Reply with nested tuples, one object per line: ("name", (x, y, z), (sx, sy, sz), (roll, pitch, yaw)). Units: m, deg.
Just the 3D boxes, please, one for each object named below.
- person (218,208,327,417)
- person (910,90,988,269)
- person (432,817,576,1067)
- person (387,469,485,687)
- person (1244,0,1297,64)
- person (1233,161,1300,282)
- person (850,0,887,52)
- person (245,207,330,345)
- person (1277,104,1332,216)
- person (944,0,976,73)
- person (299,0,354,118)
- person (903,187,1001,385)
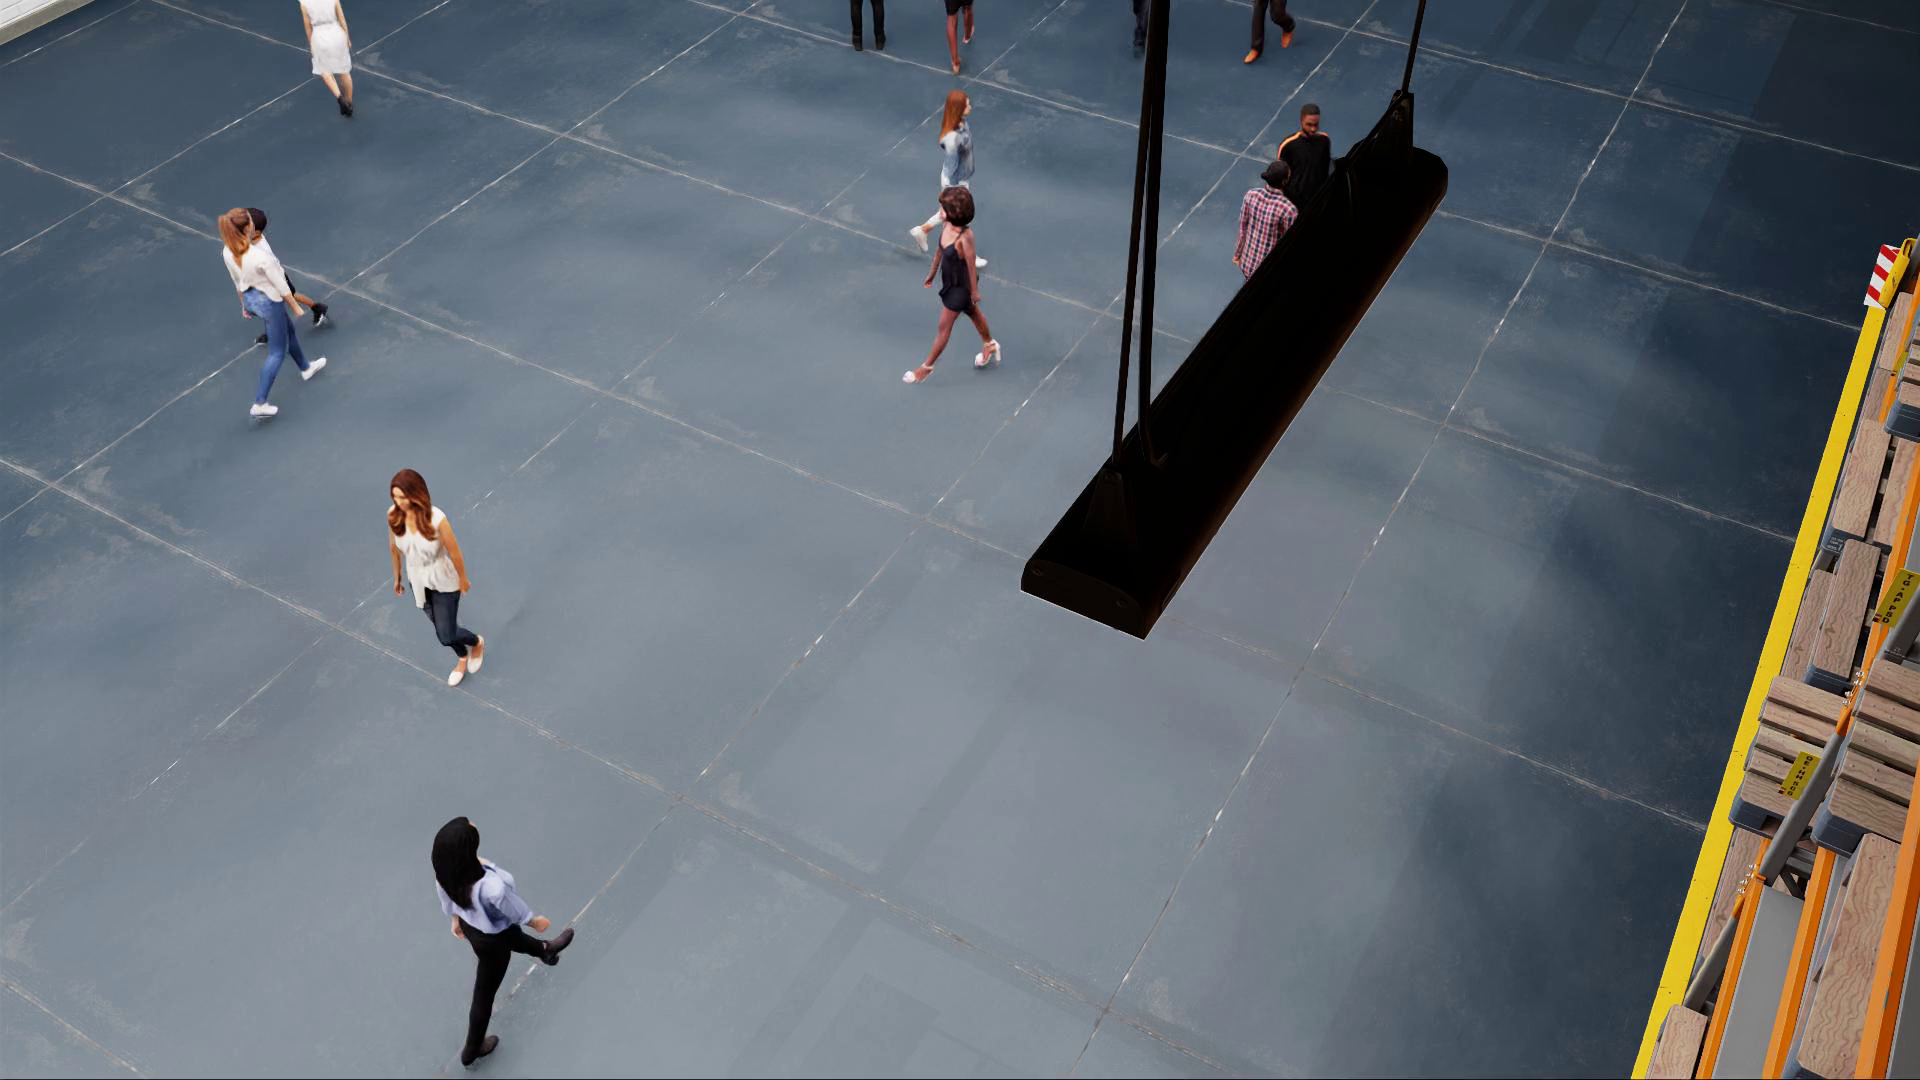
("person", (-5.389, -1.726, 12.812), (0.604, 1.688, 1.084), (23, 48, 22))
("person", (-0.110, -3.083, 14.240), (0.914, 1.684, 0.965), (4, 44, 4))
("person", (-2.537, 2.147, 8.745), (0.714, 1.690, 1.180), (26, 49, 24))
("person", (-3.347, 0.204, 10.724), (0.629, 1.775, 0.648), (14, 45, 15))
("person", (3.253, -5.794, 17.011), (0.783, 1.786, 0.951), (29, 51, 27))
("person", (2.371, -2.191, 13.265), (0.905, 1.736, 1.077), (33, 53, 30))
("person", (-0.971, -5.901, 17.132), (0.719, 1.775, 0.748), (0, 44, 0))
("person", (-5.587, -2.193, 13.628), (0.929, 1.239, 0.776), (-18, 47, -18))
("person", (2.841, -2.825, 13.879), (0.760, 1.808, 0.812), (-16, 46, -16))
("person", (-0.032, -5.590, 16.870), (0.918, 1.686, 1.174), (4, 44, 4))
("person", (-6.103, -4.796, 16.138), (0.736, 1.545, 0.790), (-23, 48, -22))
("person", (0.075, -2.011, 13.072), (1.130, 1.743, 0.984), (-15, 46, -15))
